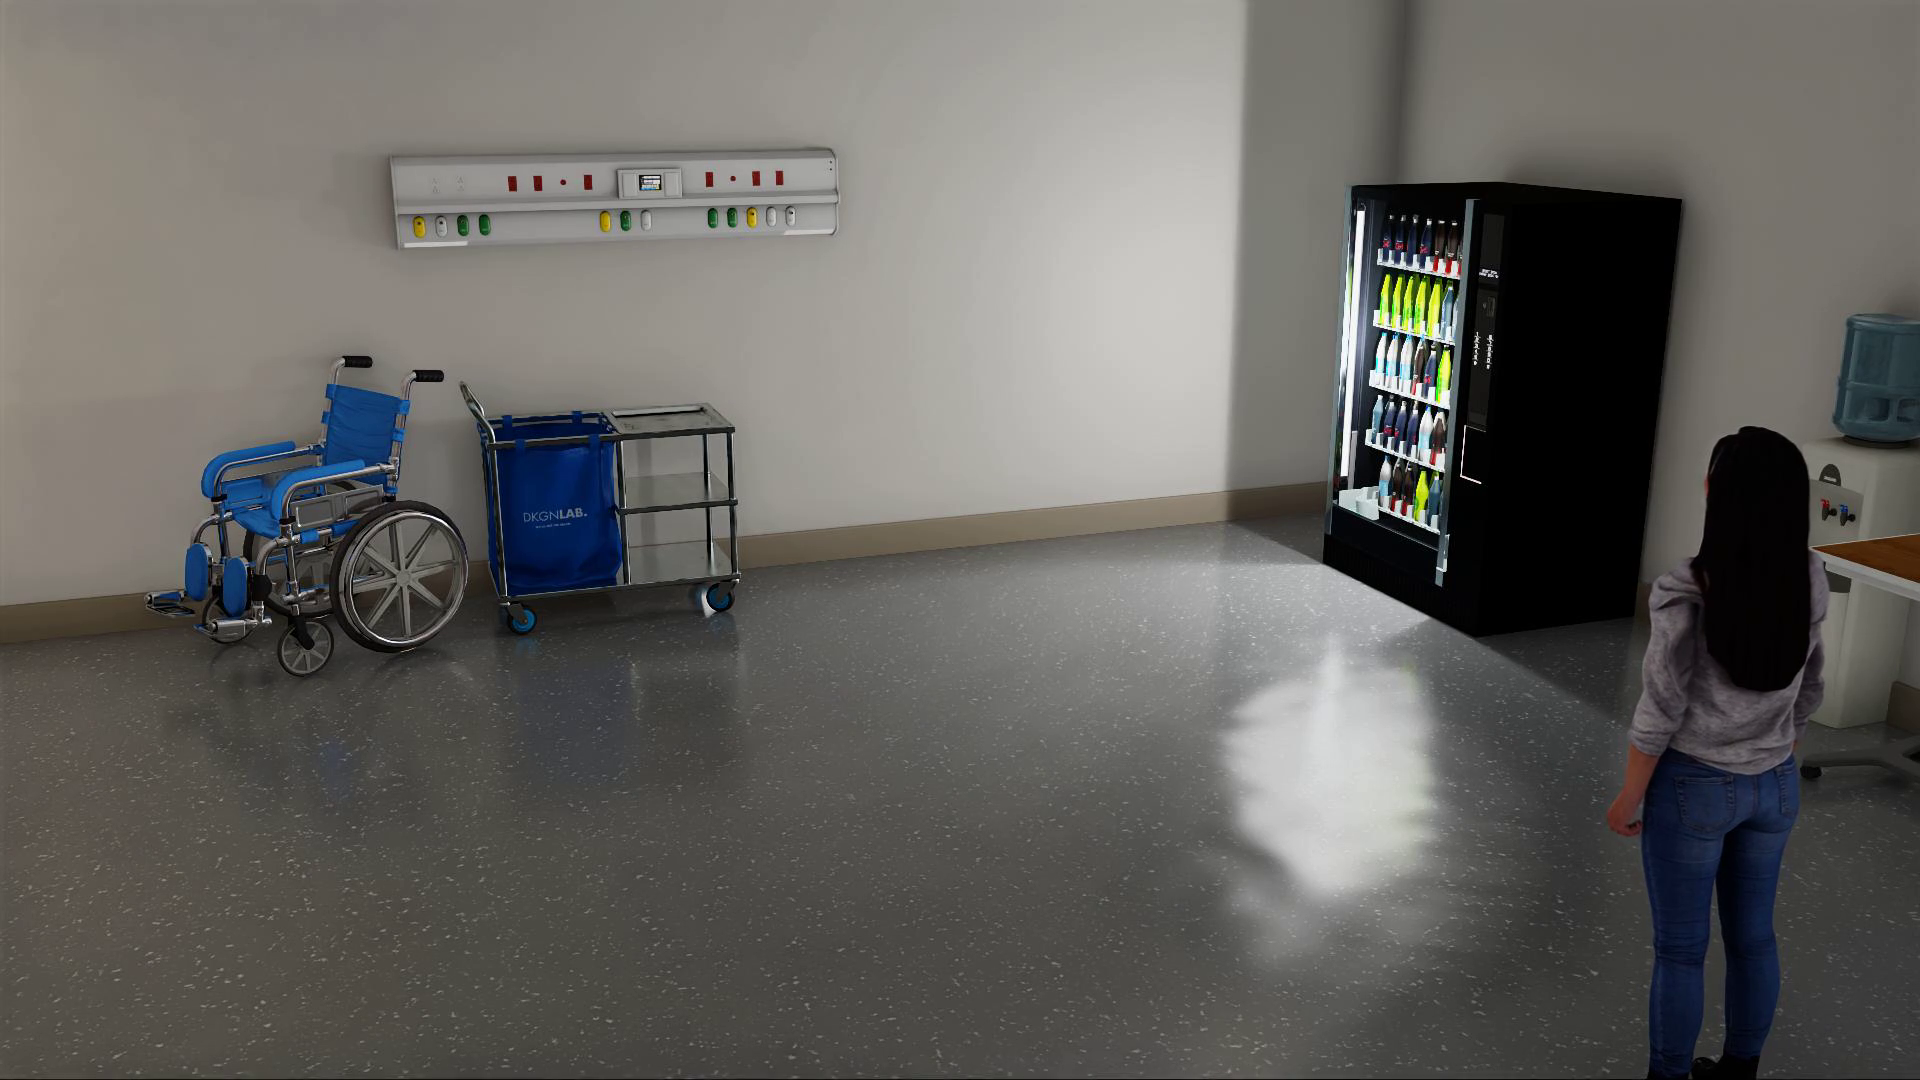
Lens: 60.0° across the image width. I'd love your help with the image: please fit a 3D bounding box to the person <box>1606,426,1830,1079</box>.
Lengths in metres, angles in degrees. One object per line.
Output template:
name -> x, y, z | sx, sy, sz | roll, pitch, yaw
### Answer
person -> 1.679, 0.552, 3.655 | 0.610, 1.633, 0.517 | -5, 16, -16
